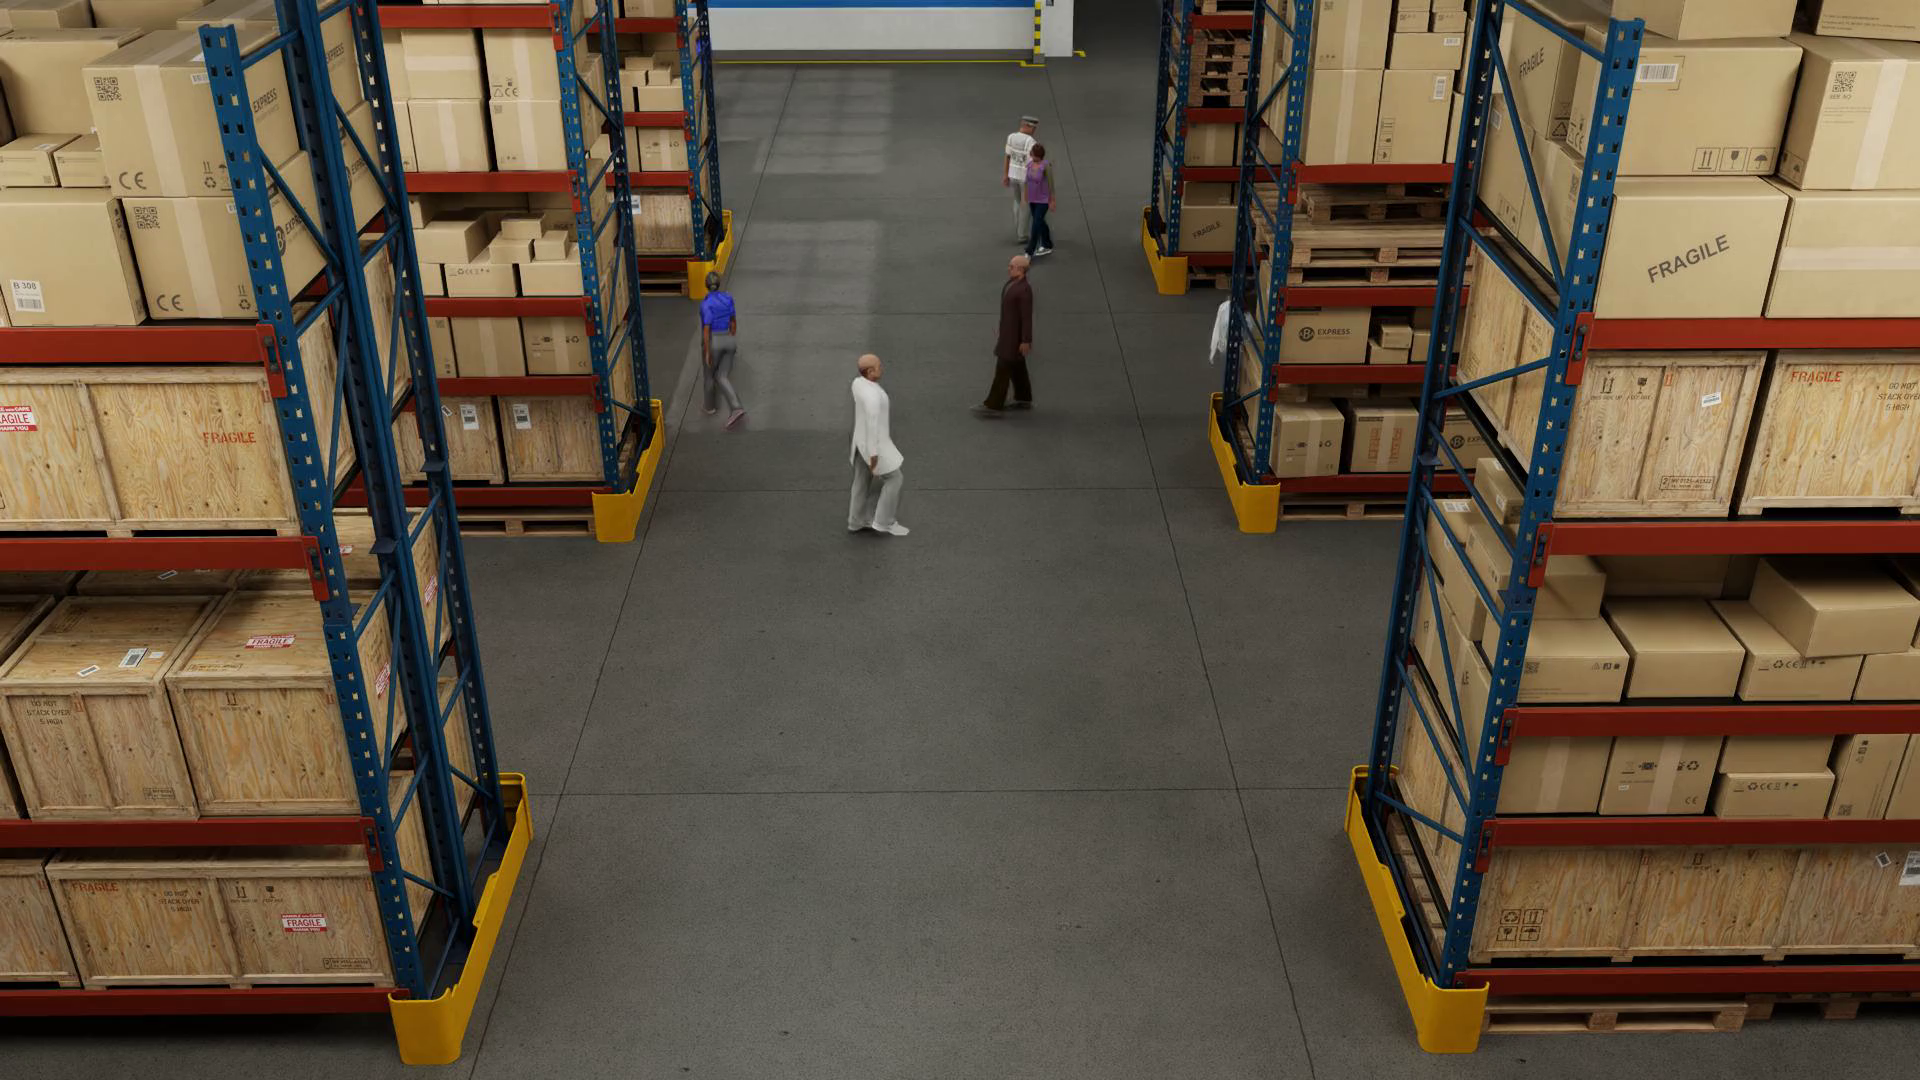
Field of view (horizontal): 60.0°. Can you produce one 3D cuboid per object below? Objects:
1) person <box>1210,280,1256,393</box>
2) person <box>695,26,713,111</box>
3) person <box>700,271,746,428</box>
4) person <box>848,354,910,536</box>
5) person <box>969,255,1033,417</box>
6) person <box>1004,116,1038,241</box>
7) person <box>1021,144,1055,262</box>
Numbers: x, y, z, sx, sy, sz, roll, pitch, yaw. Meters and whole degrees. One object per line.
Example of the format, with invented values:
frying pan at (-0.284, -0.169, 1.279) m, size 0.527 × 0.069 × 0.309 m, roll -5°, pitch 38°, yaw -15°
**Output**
person at (2.896, -1.997, 17.712) m, size 0.822 × 1.655 × 0.501 m, roll -23°, pitch 36°, yaw -36°
person at (-4.625, -8.141, 29.164) m, size 0.462 × 1.645 × 0.741 m, roll 8°, pitch 29°, yaw 14°
person at (-2.585, -2.074, 17.904) m, size 0.555 × 1.610 × 0.822 m, roll -24°, pitch 36°, yaw -37°
person at (-0.801, -0.885, 15.521) m, size 0.545 × 1.802 × 0.589 m, roll -12°, pitch 30°, yaw -21°
person at (0.454, -2.216, 18.001) m, size 0.753 × 1.775 × 0.623 m, roll -4°, pitch 28°, yaw -7°
person at (0.967, -5.103, 23.384) m, size 0.578 × 1.742 × 0.573 m, roll 23°, pitch 36°, yaw 36°
person at (0.988, -4.578, 22.575) m, size 0.782 × 1.575 × 0.413 m, roll -23°, pitch 36°, yaw -36°
